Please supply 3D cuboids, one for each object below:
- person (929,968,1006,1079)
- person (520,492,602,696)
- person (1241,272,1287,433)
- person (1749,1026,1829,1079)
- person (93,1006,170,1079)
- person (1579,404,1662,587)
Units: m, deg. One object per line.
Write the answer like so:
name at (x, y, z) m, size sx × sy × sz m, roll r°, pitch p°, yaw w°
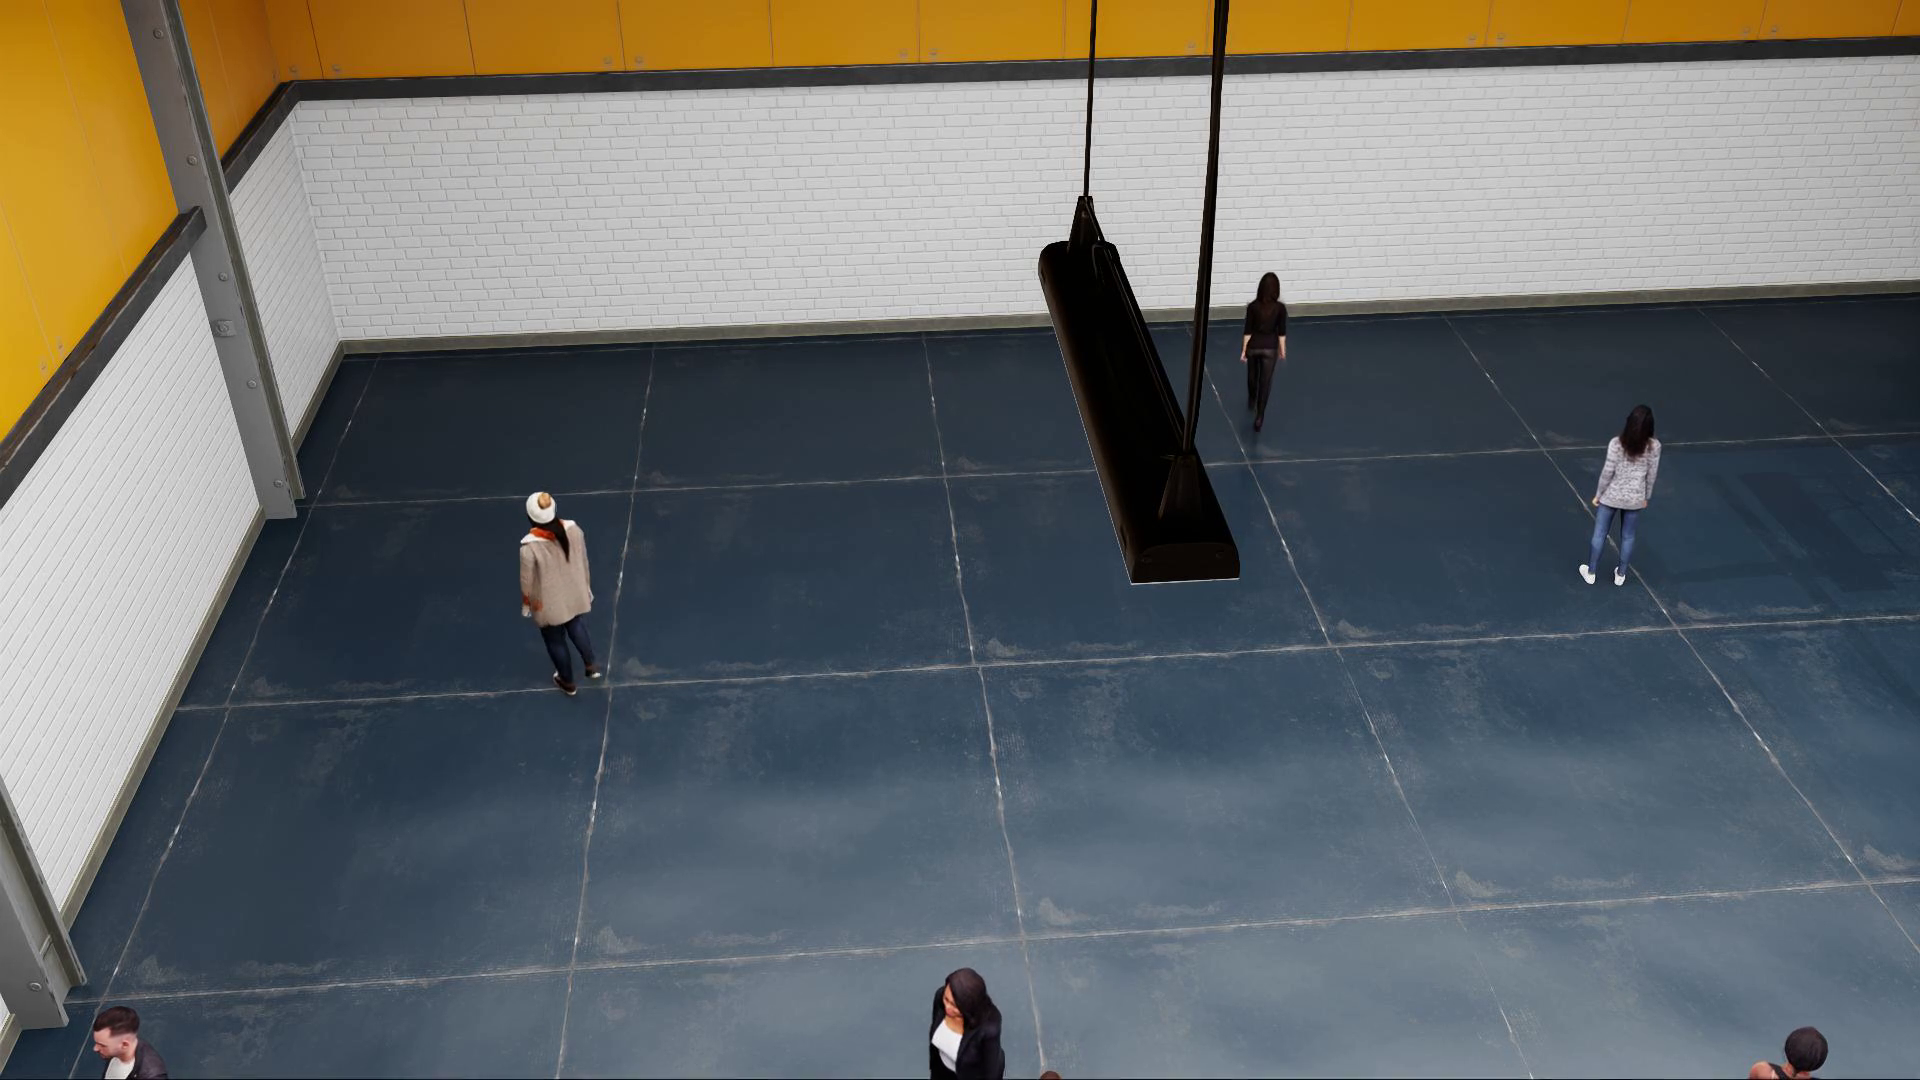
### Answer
person at (0.082, 2.953, 9.355) m, size 0.787 × 1.607 × 0.838 m, roll 23°, pitch 40°, yaw 30°
person at (-3.085, 0.441, 12.889) m, size 0.869 × 1.879 × 0.925 m, roll -28°, pitch 42°, yaw -35°
person at (3.013, -1.854, 16.581) m, size 0.777 × 1.612 × 1.114 m, roll 6°, pitch 34°, yaw 9°
person at (4.310, 3.216, 8.876) m, size 0.659 × 1.699 × 0.678 m, roll 16°, pitch 37°, yaw 23°
person at (-4.269, 3.144, 8.860) m, size 0.719 × 1.837 × 0.784 m, roll 26°, pitch 41°, yaw 33°
person at (5.678, -0.383, 14.261) m, size 0.663 × 1.732 × 0.609 m, roll 6°, pitch 34°, yaw 8°
